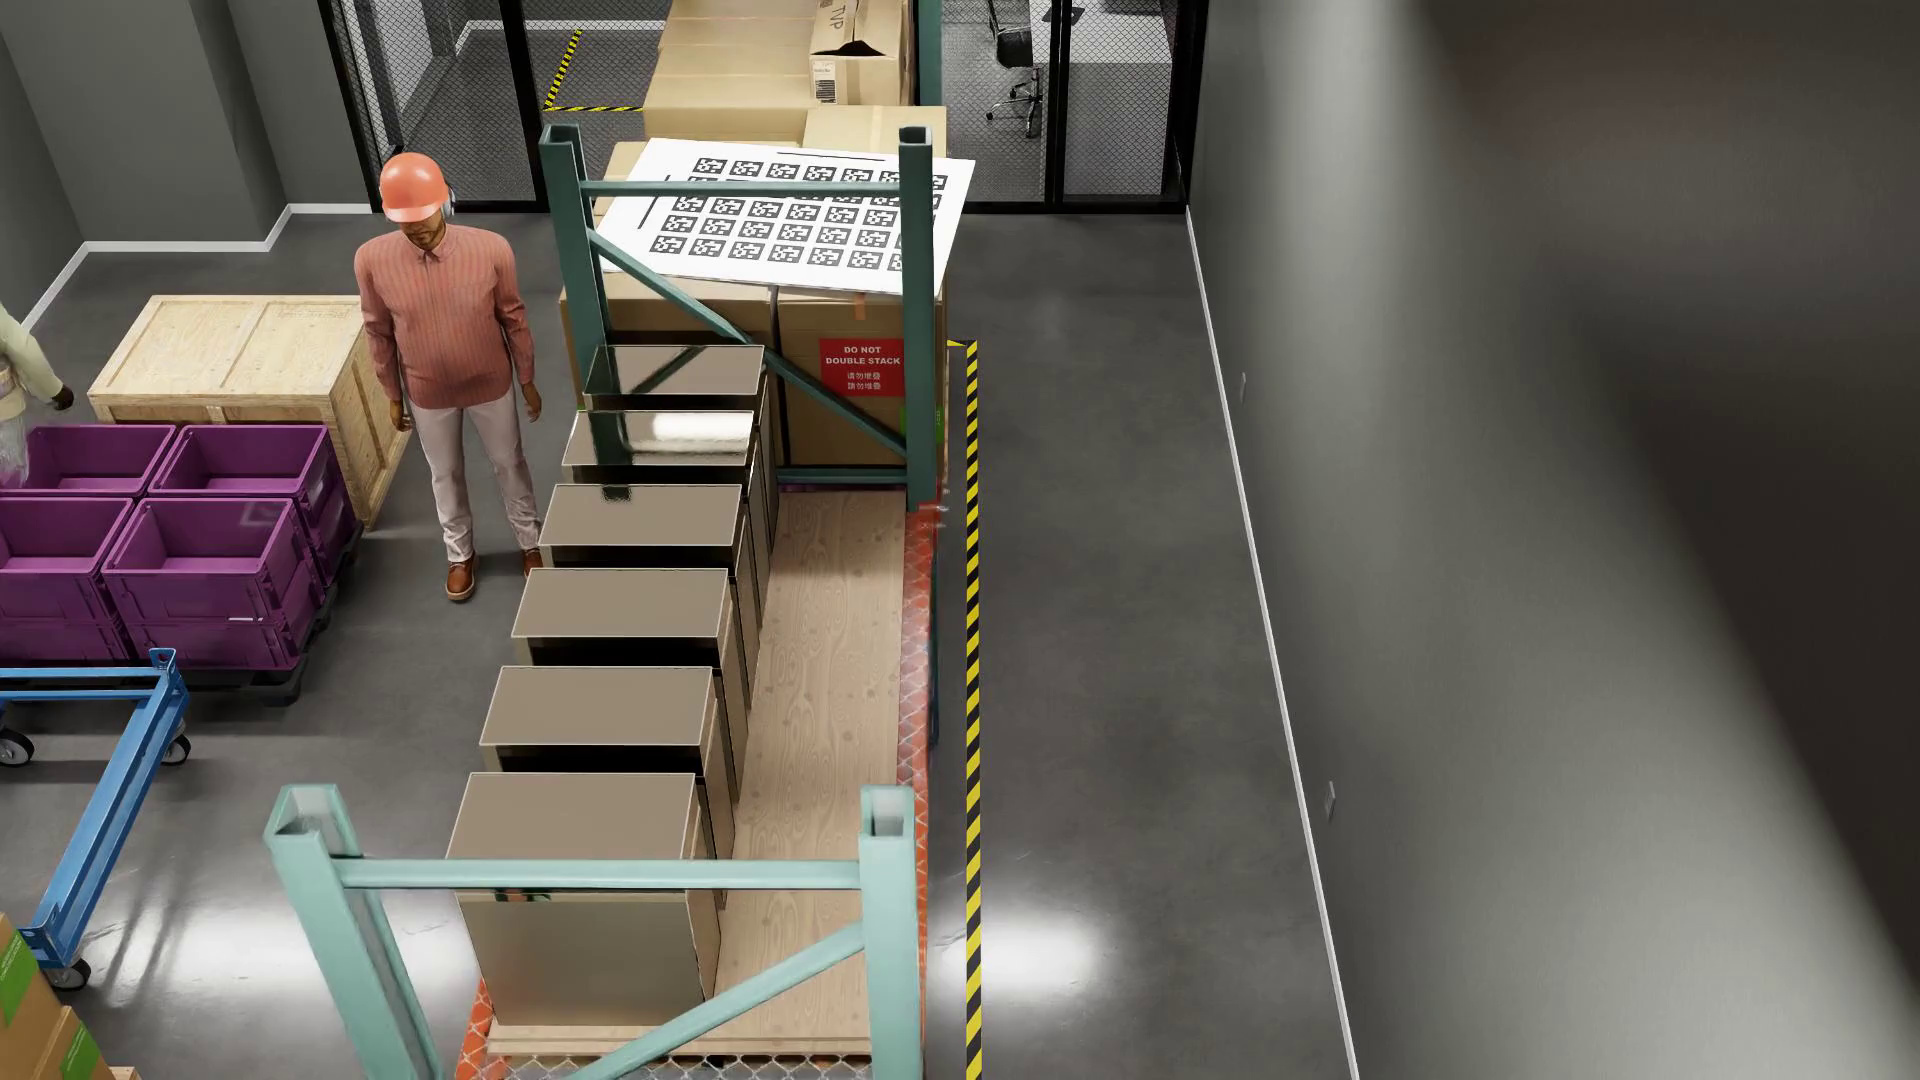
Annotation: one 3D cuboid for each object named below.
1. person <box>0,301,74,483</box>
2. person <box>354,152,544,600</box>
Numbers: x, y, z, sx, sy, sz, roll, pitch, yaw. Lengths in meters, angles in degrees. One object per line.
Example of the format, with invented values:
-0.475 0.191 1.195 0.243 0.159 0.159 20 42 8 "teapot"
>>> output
-3.928 -0.635 6.712 0.608 1.799 0.804 5 41 5 "person"
-1.968 -0.617 6.548 0.611 1.996 0.378 -9 42 -10 "person"
